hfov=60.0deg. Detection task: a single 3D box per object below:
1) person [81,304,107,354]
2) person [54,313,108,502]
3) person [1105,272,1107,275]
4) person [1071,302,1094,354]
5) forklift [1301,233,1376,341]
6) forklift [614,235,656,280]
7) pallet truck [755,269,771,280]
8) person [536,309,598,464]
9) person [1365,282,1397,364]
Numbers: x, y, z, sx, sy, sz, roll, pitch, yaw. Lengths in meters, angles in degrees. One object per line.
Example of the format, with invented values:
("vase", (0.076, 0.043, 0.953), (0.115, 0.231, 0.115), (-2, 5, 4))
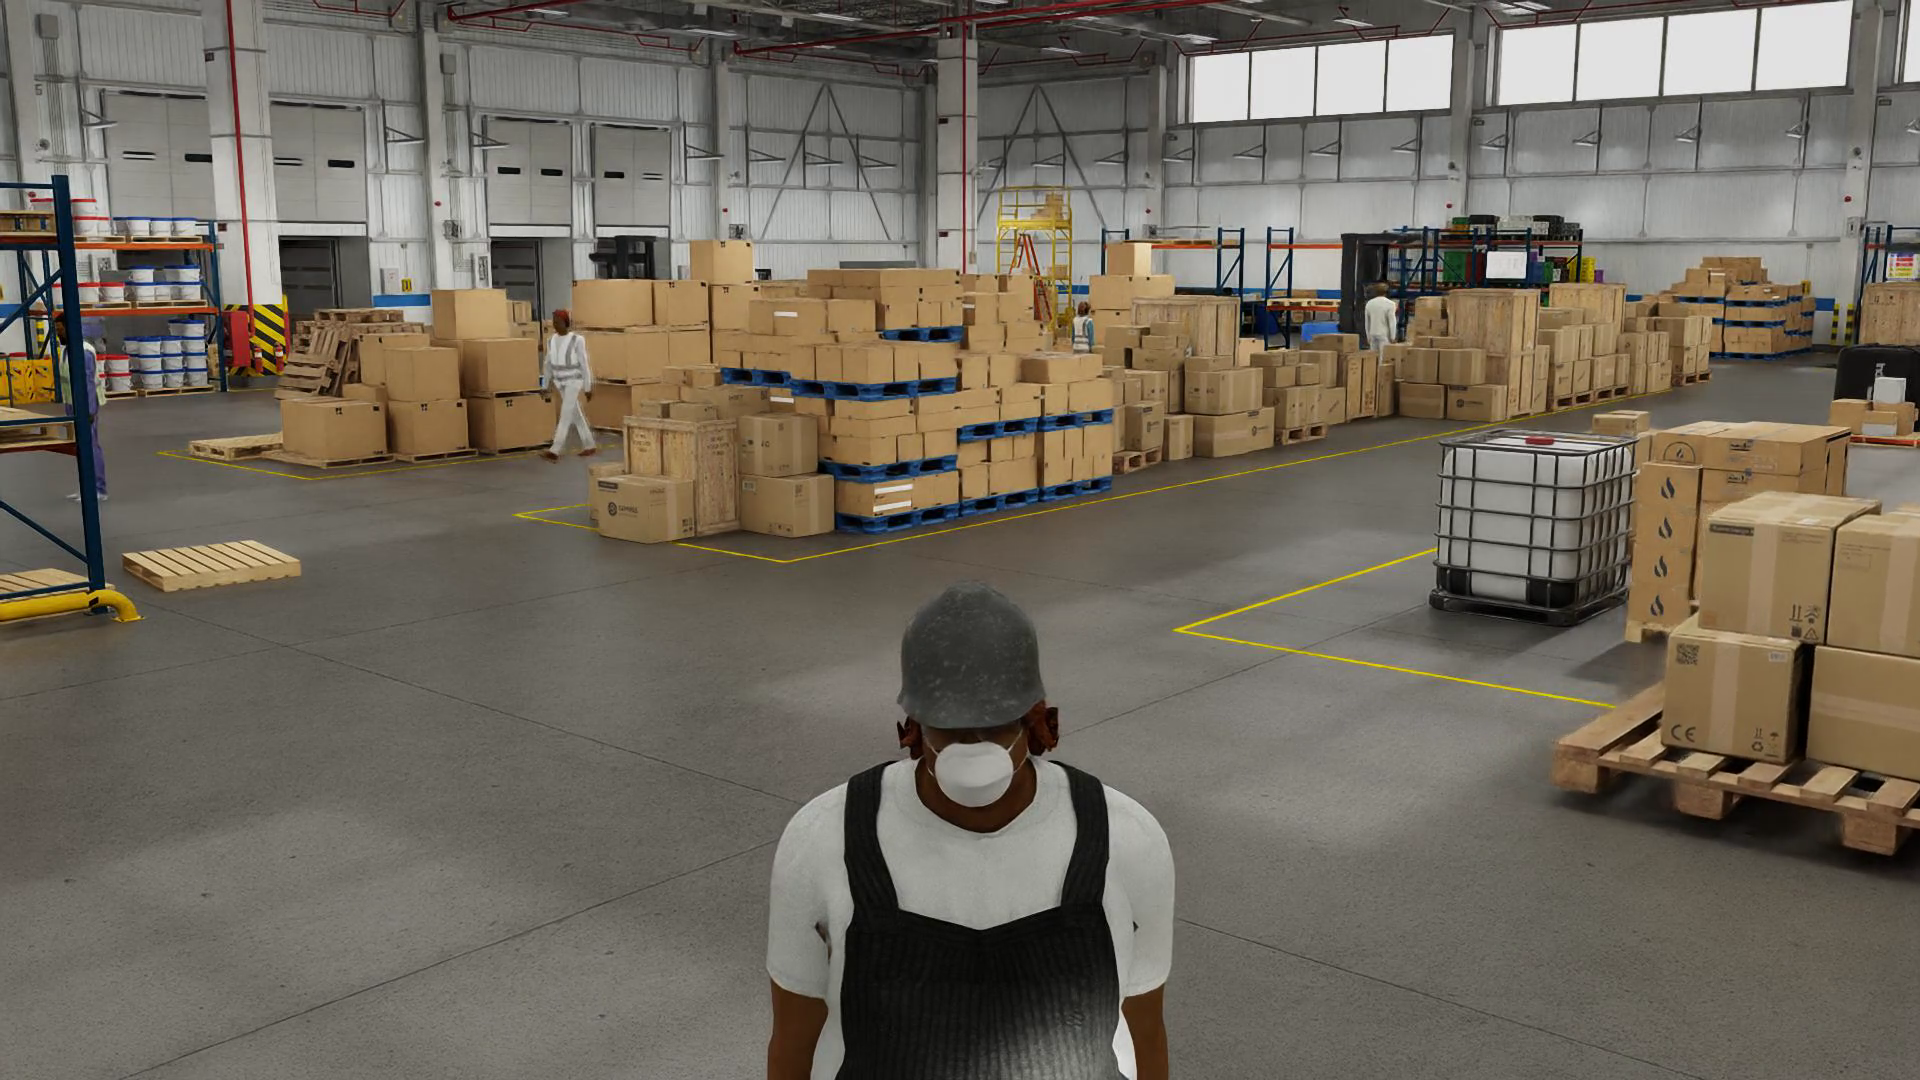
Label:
("person", (-16.069, -3.776, 30.735), (0.550, 1.897, 0.571), (-5, 11, -28))
("person", (-8.875, -1.342, 16.810), (0.600, 1.909, 0.399), (9, 13, 41))
("person", (4.346, -6.937, 48.730), (1.050, 1.877, 0.651), (-4, 11, -23))
("person", (2.090, -3.232, 28.319), (0.315, 1.641, 0.515), (-7, 12, -35))
("forklift", (7.702, -4.562, 32.368), (1.873, 2.768, 1.129), (8, 13, 40))
("forklift", (-7.246, -5.443, 37.381), (1.873, 2.768, 1.129), (8, 13, 39))
("pallet truck", (-4.996, -6.432, 45.525), (1.885, 1.965, 0.823), (-6, 12, -32))
("person", (-4.725, -1.845, 19.911), (0.581, 1.828, 0.998), (7, 12, 35))
("person", (7.549, -3.644, 29.816), (0.365, 1.940, 0.636), (-8, 13, -39))
